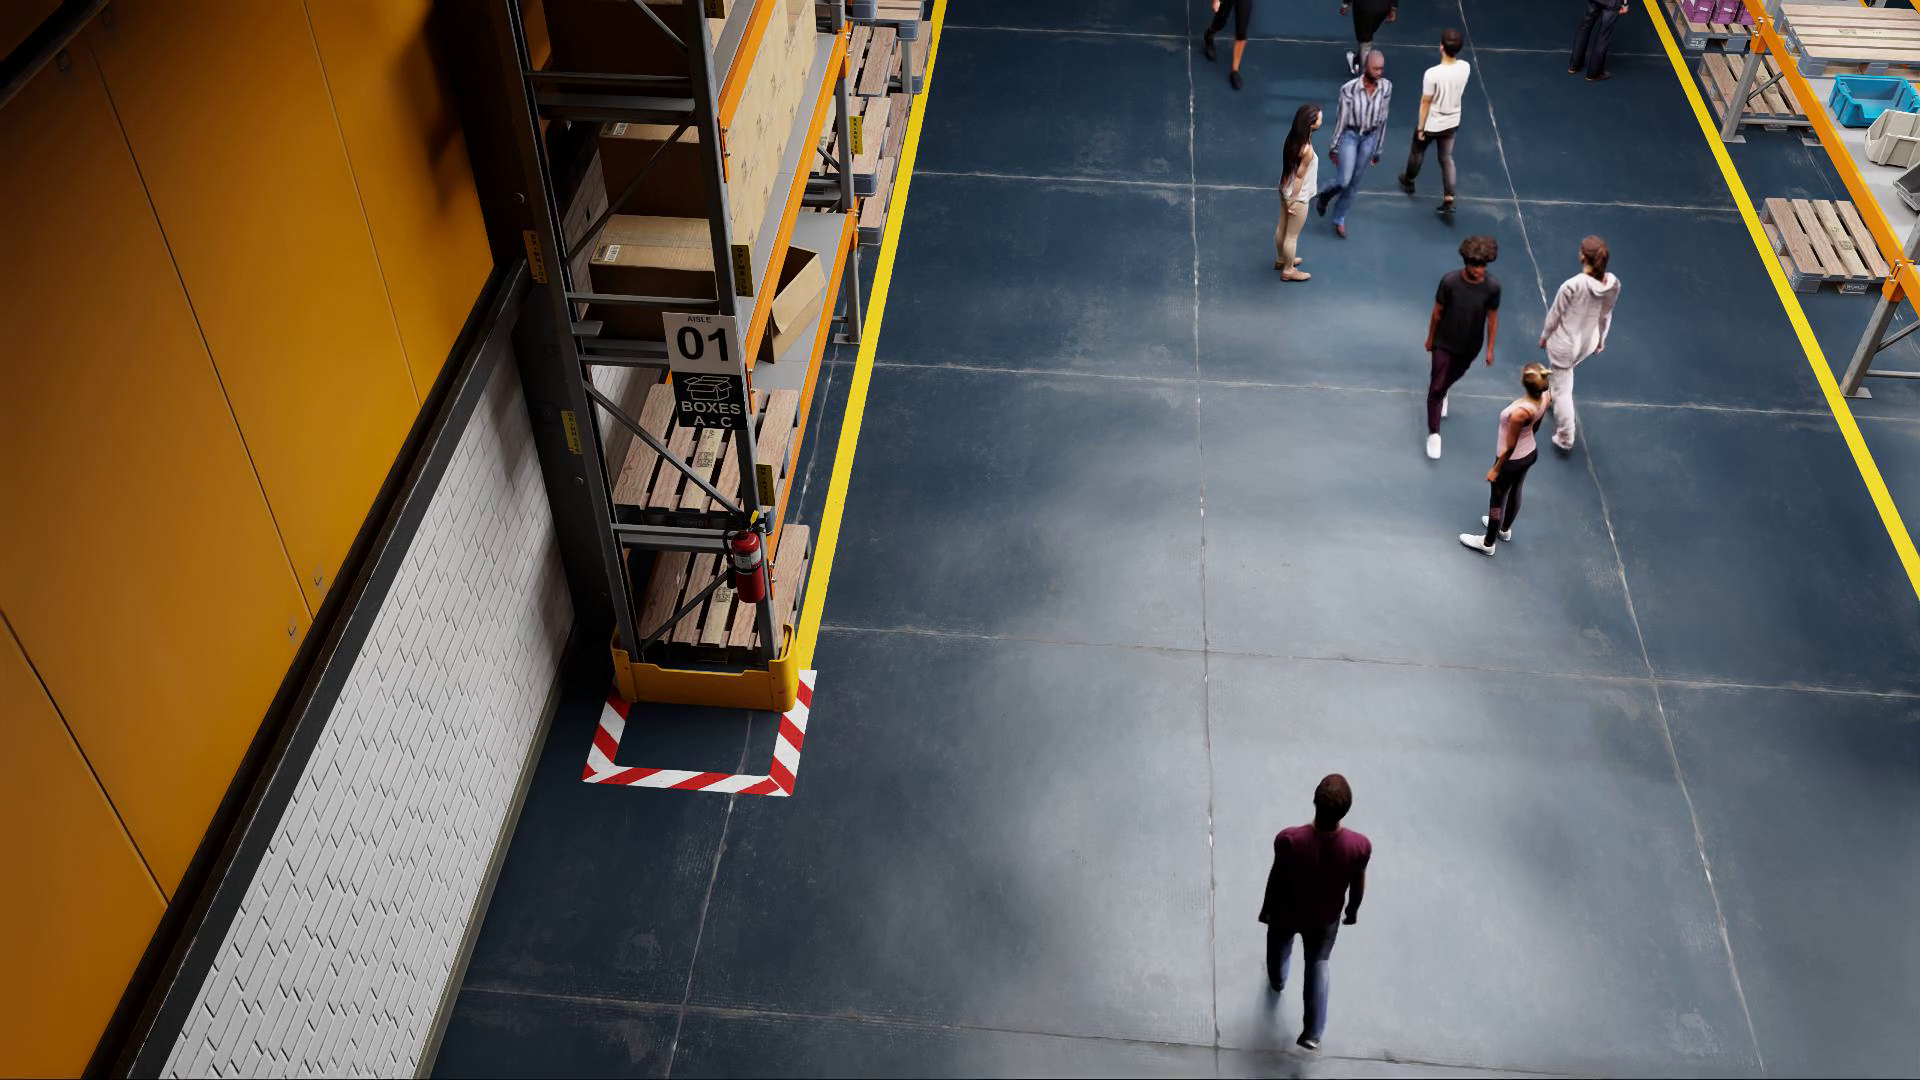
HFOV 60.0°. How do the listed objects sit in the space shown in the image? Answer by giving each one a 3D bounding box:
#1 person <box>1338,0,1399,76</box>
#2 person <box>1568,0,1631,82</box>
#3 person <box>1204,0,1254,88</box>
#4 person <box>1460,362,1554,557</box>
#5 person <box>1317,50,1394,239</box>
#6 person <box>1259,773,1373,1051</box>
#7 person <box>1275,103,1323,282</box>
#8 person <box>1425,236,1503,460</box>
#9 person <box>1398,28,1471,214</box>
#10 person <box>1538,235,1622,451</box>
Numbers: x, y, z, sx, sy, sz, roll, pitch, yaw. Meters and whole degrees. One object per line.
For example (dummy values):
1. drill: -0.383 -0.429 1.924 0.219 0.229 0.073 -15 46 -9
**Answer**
1. person: 4.079 -5.160 16.371 0.879 1.725 1.145 -10 45 -11
2. person: 6.497 -5.514 16.677 0.831 1.815 0.744 -24 49 -23
3. person: 2.726 -5.522 16.755 0.861 1.718 1.195 -9 44 -9
4. person: 3.886 -0.581 11.611 0.646 1.660 0.709 -31 52 -28
5. person: 3.438 -3.515 14.603 0.757 1.781 0.813 -10 44 -10
6. person: 1.835 2.008 8.778 0.690 1.818 0.989 5 44 5
7. person: 2.830 -2.946 14.099 0.673 1.652 0.606 -27 50 -25
8. person: 3.778 -1.571 12.590 0.637 1.742 1.069 4 44 4
9. person: 4.330 -3.710 14.873 0.894 1.691 1.179 -10 45 -10
10. person: 4.650 -1.439 12.522 0.858 1.646 1.150 -9 44 -9
